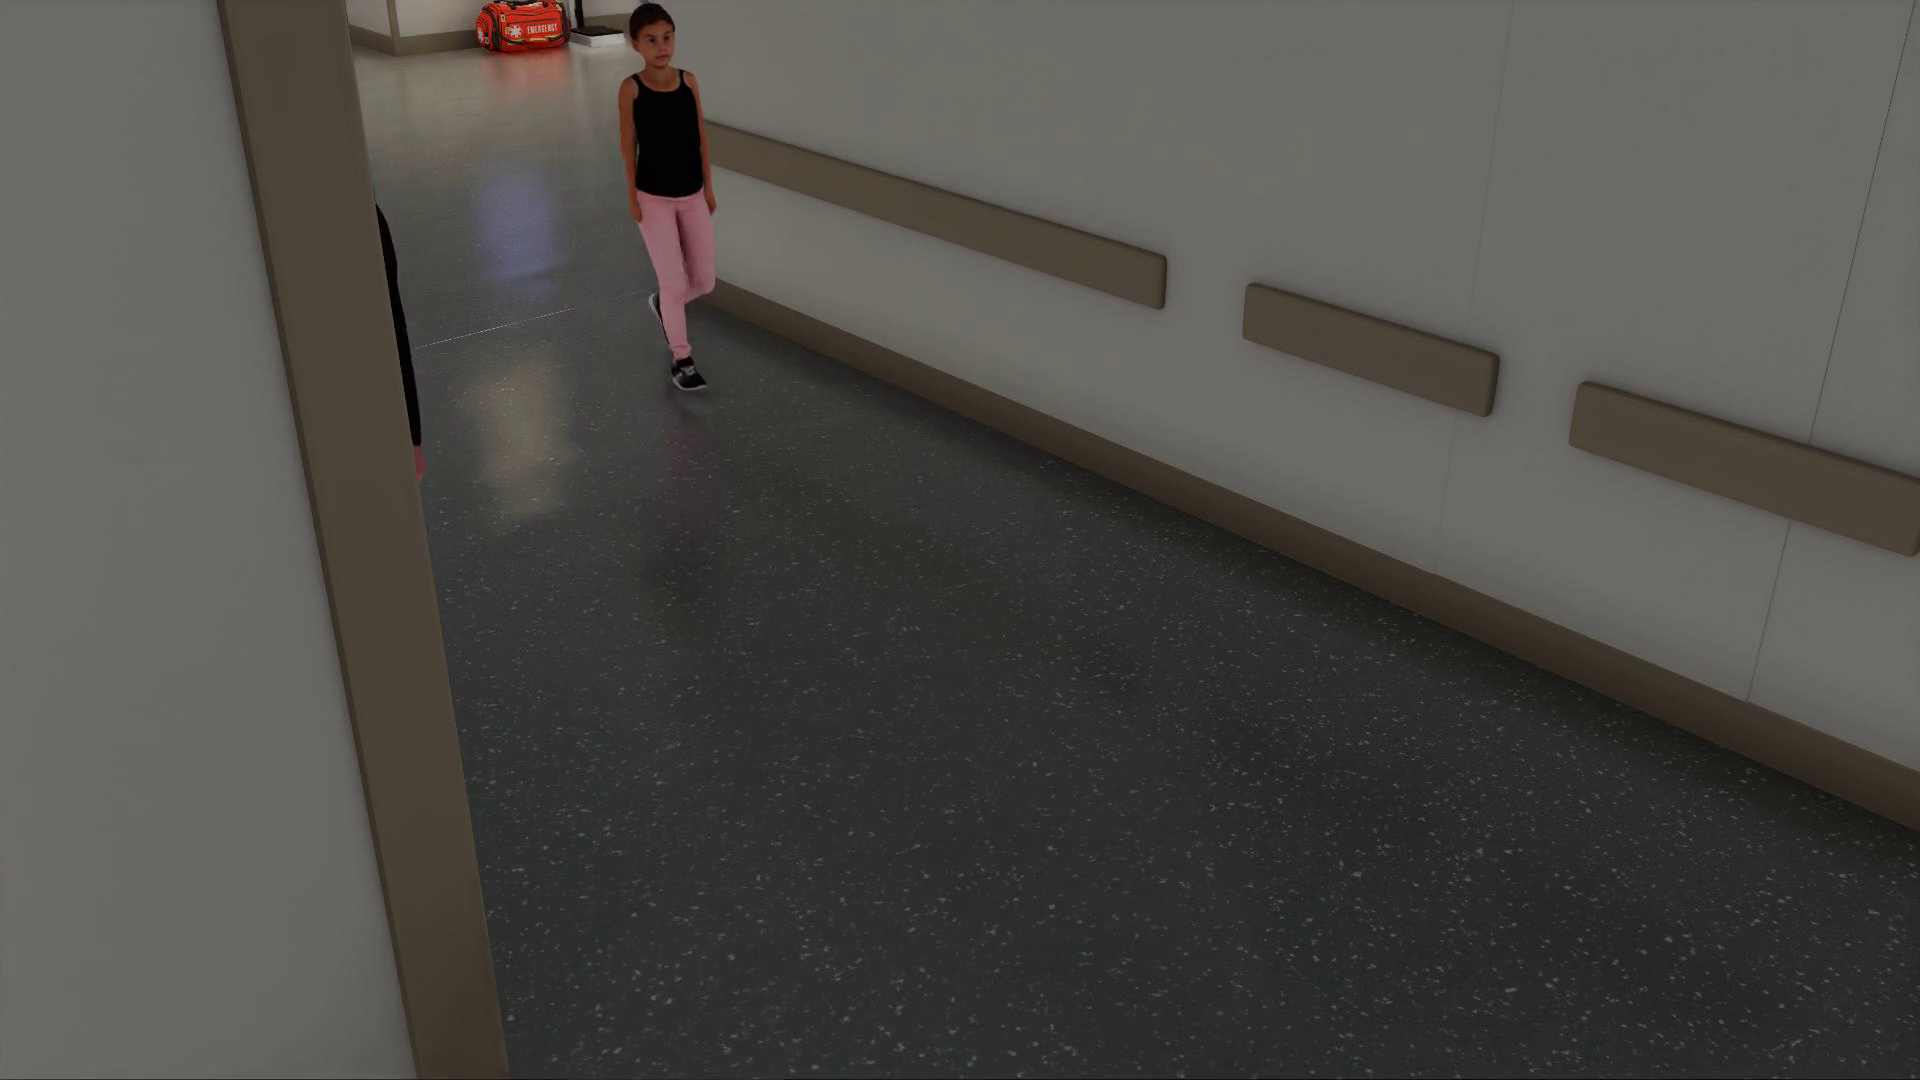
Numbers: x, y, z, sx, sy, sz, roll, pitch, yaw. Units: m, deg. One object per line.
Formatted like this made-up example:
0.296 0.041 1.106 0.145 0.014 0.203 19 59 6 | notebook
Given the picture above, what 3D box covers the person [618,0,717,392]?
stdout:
-1.210 -1.408 6.862 0.823 1.545 0.654 -15 29 -28 | person
